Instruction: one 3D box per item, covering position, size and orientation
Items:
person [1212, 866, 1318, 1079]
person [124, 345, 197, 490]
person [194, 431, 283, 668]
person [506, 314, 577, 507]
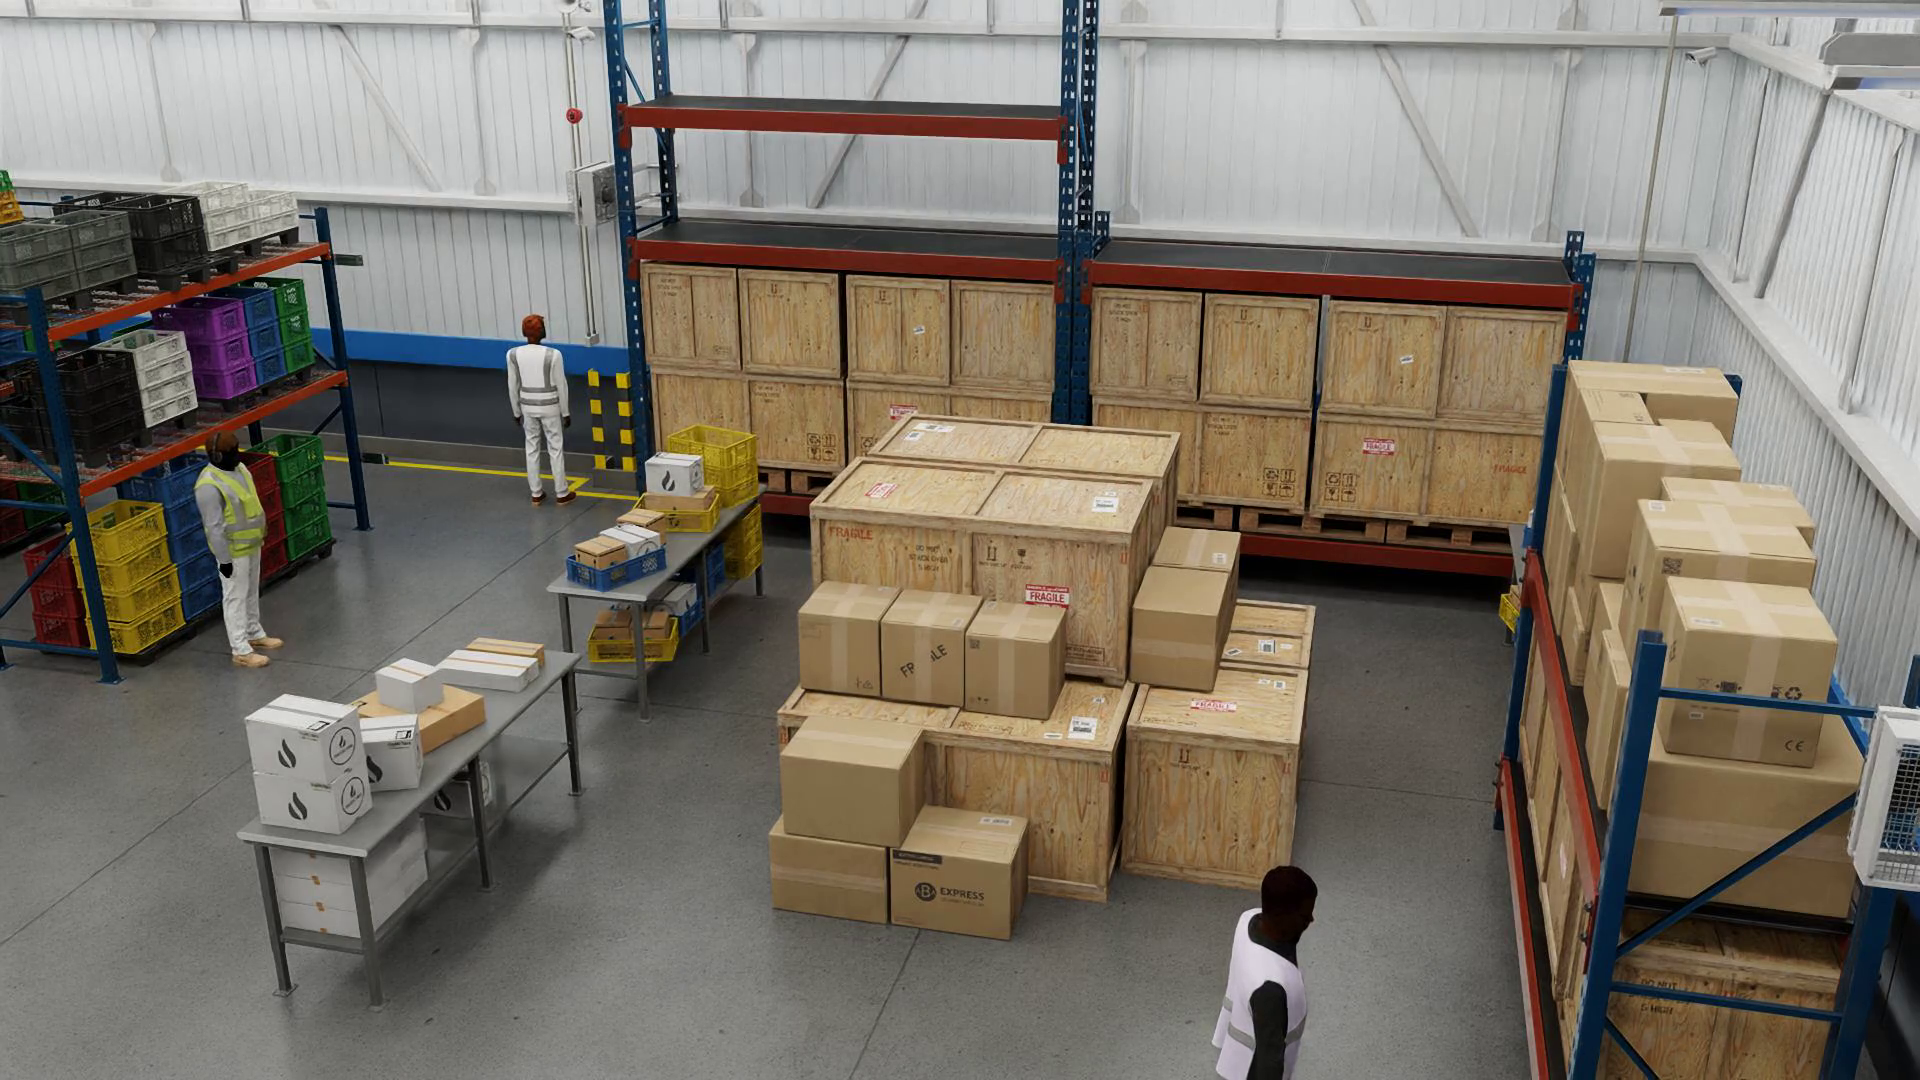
[{"bbox_3d":[1.254,2.205,6.956,0.391,1.913,0.587,1,21,2],"label":"person"},{"bbox_3d":[-7.130,-0.818,14.829,0.637,1.938,0.355,-2,21,-6],"label":"person"},{"bbox_3d":[-5.499,0.050,12.692,0.429,1.842,0.636,0,21,-1],"label":"person"},{"bbox_3d":[-4.028,-1.238,16.005,0.572,1.883,0.358,3,21,8],"label":"person"}]
